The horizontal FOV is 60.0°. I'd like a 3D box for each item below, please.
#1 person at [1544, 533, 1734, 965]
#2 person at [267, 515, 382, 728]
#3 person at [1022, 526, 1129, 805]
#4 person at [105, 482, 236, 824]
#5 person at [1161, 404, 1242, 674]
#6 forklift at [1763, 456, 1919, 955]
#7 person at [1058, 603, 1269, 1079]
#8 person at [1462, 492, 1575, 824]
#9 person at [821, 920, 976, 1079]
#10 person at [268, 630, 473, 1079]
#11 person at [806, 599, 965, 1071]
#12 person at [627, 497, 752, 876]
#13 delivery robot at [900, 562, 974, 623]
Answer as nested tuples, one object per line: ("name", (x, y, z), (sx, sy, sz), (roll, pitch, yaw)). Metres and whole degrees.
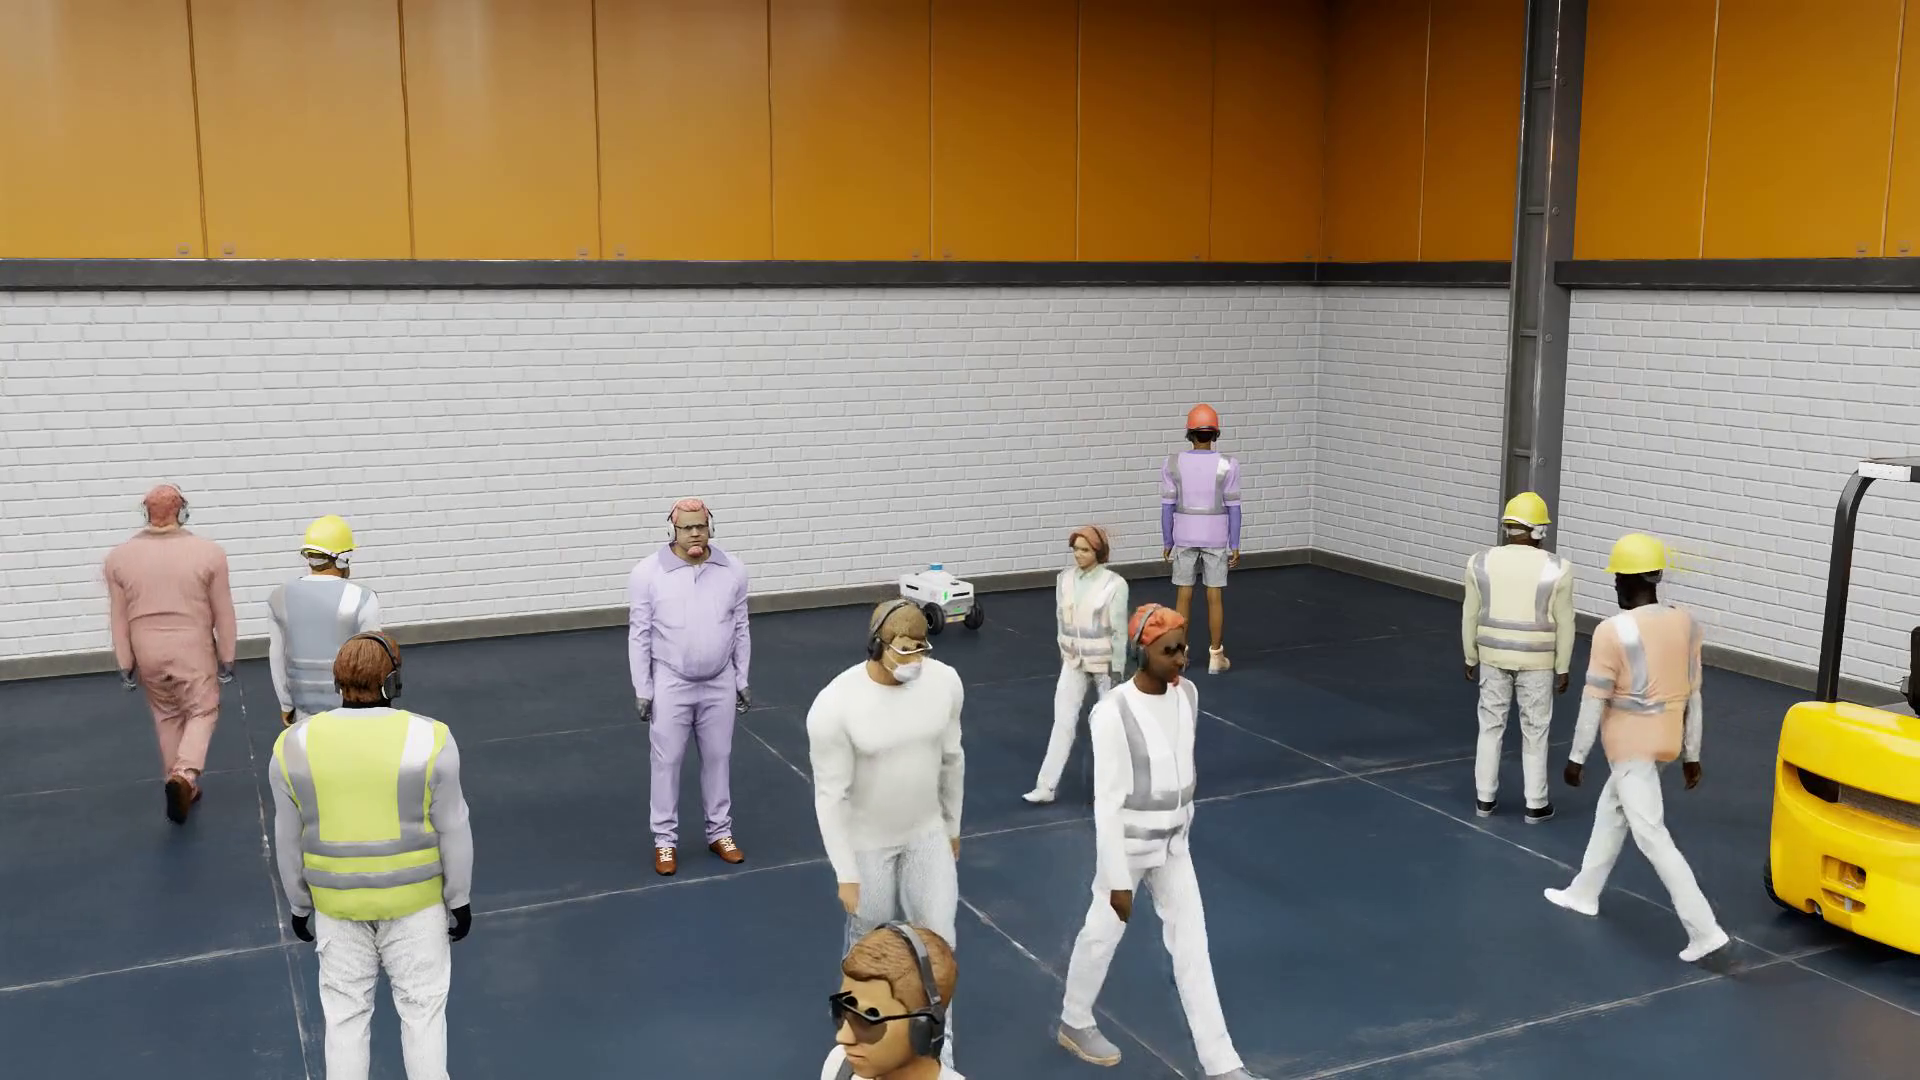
("person", (3.092, 0.912, 7.461), (0.597, 1.873, 1.022), (-5, 10, -28))
("person", (-3.123, 0.788, 8.326), (0.601, 1.830, 0.403), (1, 9, 7))
("person", (0.714, 0.722, 9.465), (0.538, 1.597, 0.781), (8, 12, 39))
("person", (-4.341, 0.631, 9.170), (0.638, 1.884, 0.738), (-1, 9, -8))
("person", (1.822, -0.004, 12.576), (0.607, 2.048, 0.365), (3, 10, 17))
("forklift", (4.857, 0.731, 7.561), (2.313, 2.155, 1.214), (-4, 10, -25))
("person", (0.714, 1.145, 6.117), (0.603, 1.828, 1.001), (-8, 12, -42))
("person", (3.085, 0.648, 9.203), (0.594, 1.828, 0.403), (5, 11, 31))
("person", (-0.109, 1.609, 3.192), (0.506, 1.847, 0.346), (9, 13, 43))
("person", (-1.967, 1.214, 5.655), (0.634, 1.842, 0.429), (-1, 9, -5))
("person", (-0.217, 1.131, 6.000), (0.650, 1.891, 0.761), (-5, 10, -27))
("person", (-1.352, 0.730, 8.456), (0.643, 1.909, 0.410), (-5, 10, -27))
("delivery robot", (-0.201, 0.433, 14.160), (0.477, 0.478, 0.707), (-7, 10, -36))
